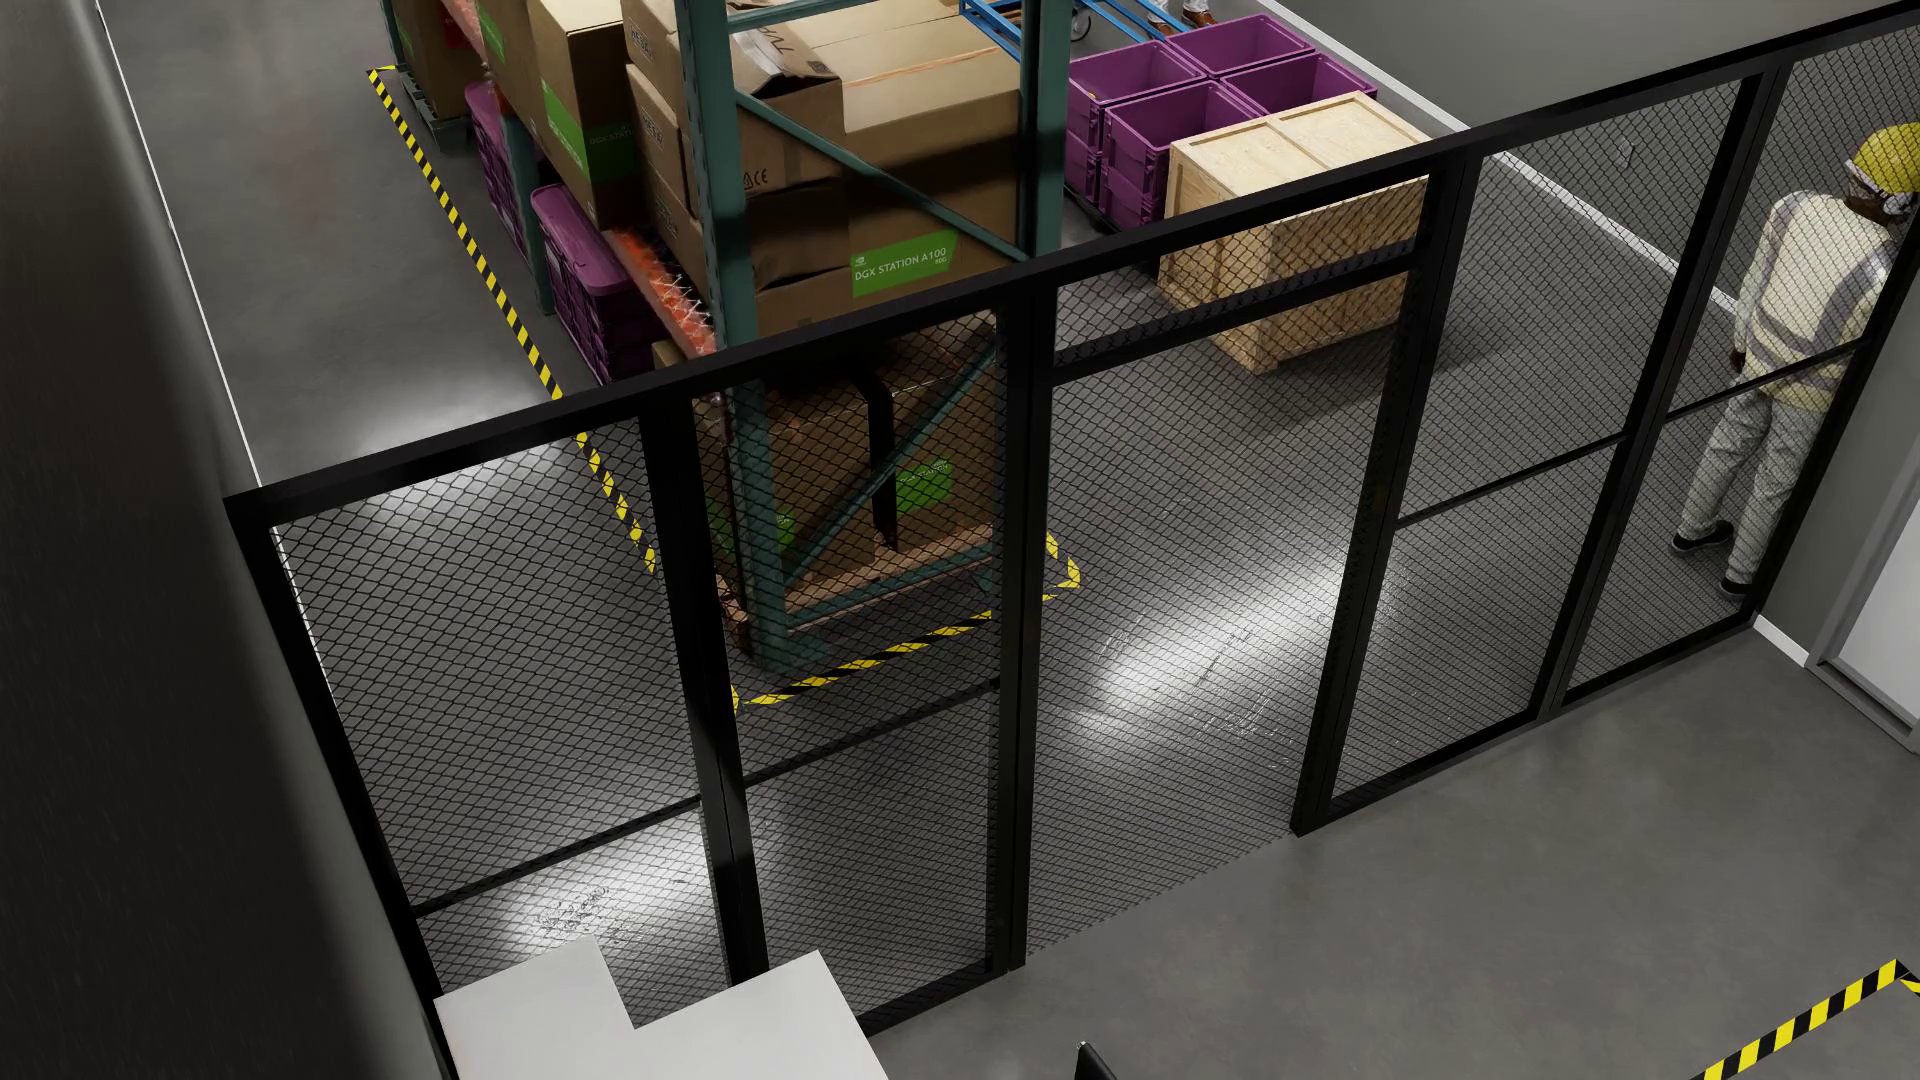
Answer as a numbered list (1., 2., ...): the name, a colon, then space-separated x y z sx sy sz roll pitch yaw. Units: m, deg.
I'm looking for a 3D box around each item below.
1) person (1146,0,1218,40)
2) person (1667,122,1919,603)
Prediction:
1. person: 1.285 -3.623 8.908 0.632 1.938 0.359 -21 46 -21
2. person: 2.873 -0.579 5.656 0.404 1.829 0.600 -14 44 -15
